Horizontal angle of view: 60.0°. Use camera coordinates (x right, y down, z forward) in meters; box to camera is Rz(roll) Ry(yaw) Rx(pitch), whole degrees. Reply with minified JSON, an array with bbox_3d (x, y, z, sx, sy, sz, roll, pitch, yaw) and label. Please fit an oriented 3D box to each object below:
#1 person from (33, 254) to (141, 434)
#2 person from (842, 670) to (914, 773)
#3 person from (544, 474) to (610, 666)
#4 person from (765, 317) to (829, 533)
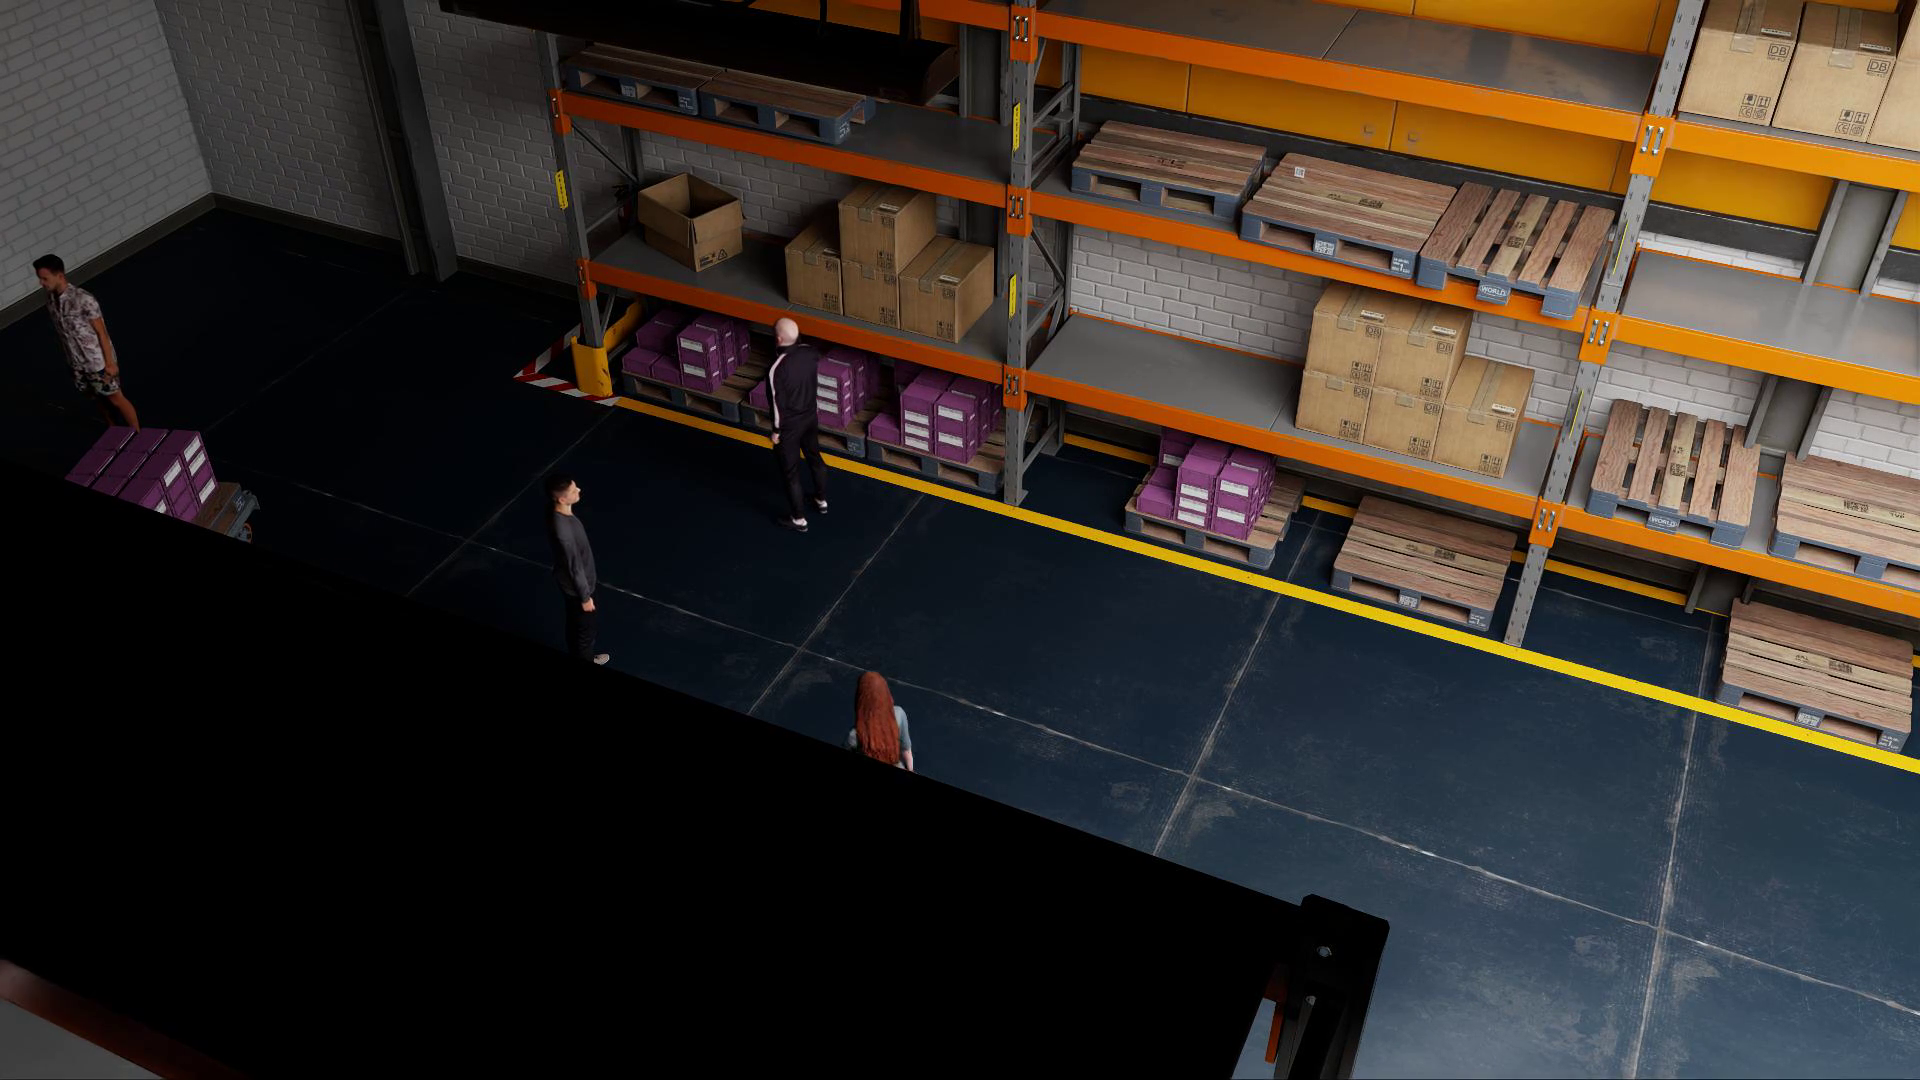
[{"bbox_3d":[-7.103,-1.533,13.593,0.519,1.811,0.736,14,41,17],"label":"person"},{"bbox_3d":[-0.415,1.546,9.819,0.852,1.708,1.104,-30,48,-32],"label":"person"},{"bbox_3d":[-2.629,0.276,11.369,0.753,1.760,0.666,-17,42,-20],"label":"person"},{"bbox_3d":[-1.256,-0.894,12.773,0.634,1.835,0.719,24,44,27],"label":"person"}]
